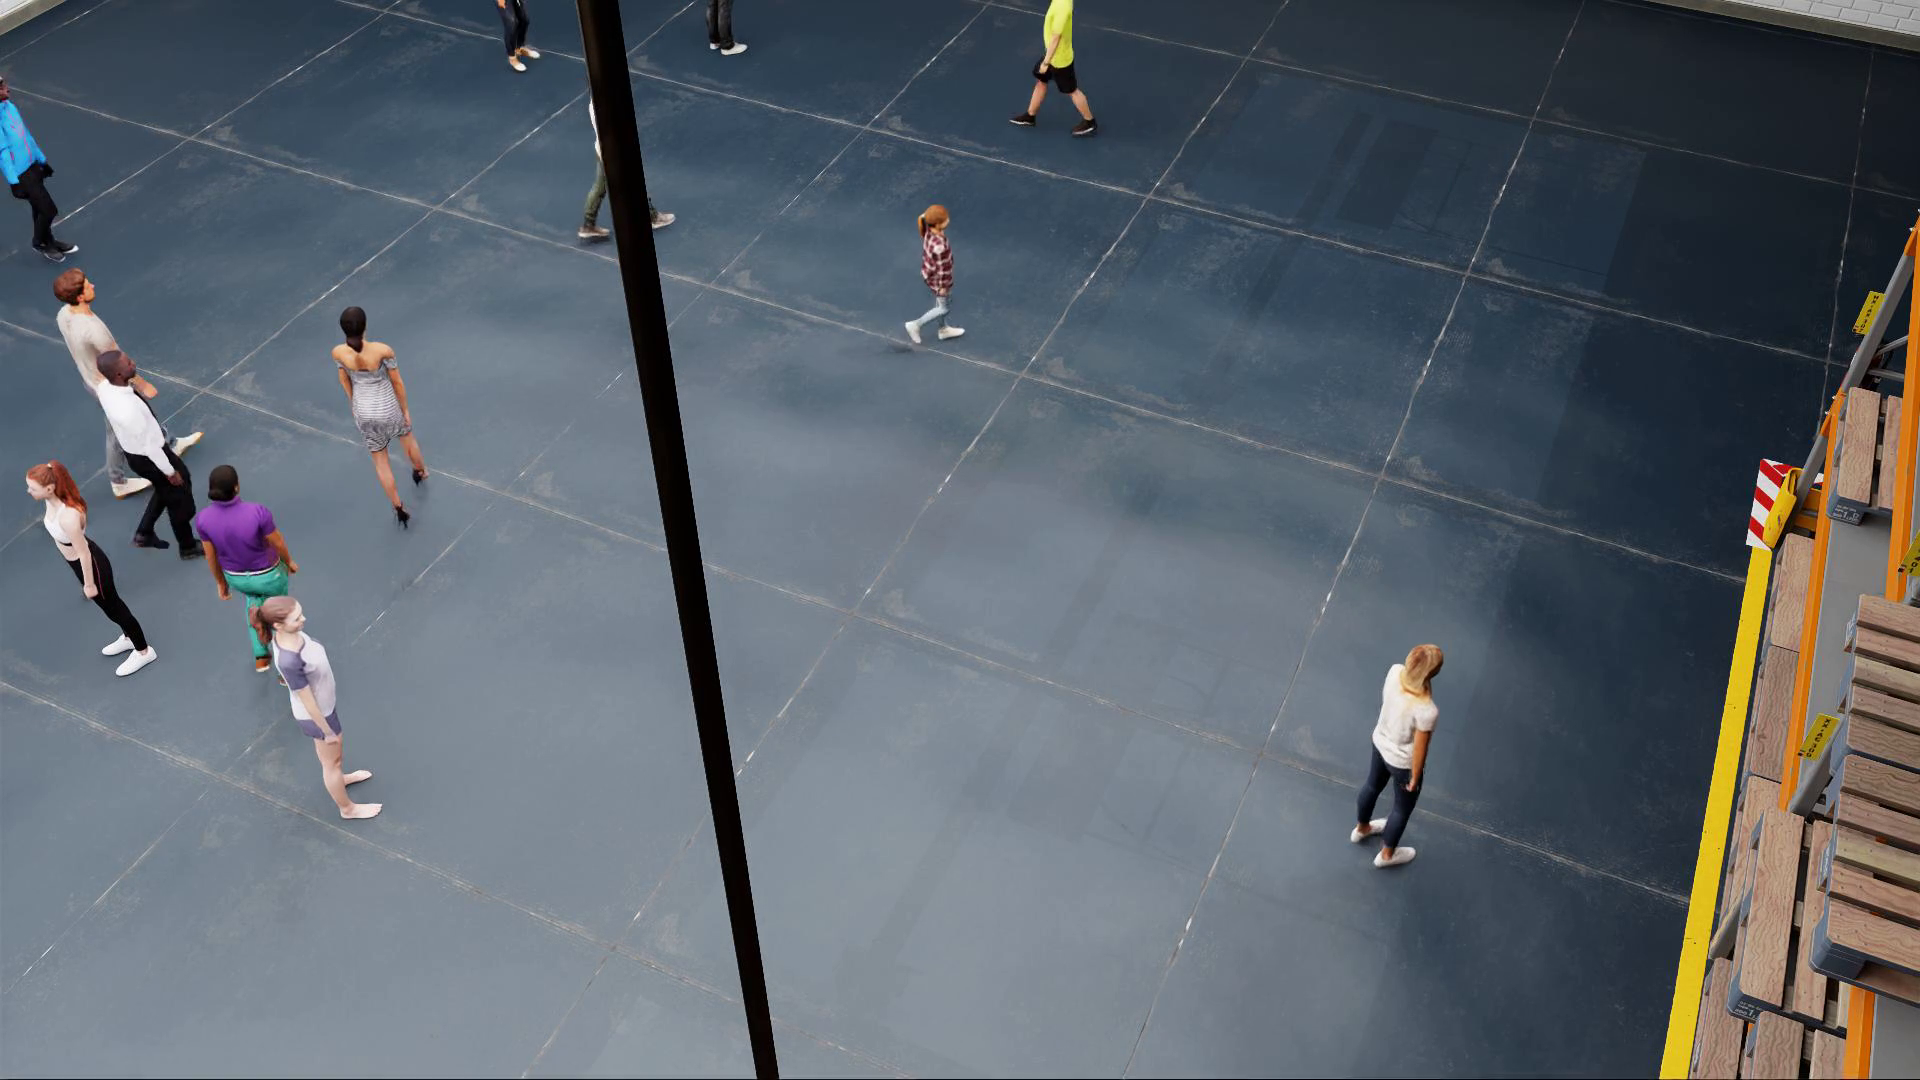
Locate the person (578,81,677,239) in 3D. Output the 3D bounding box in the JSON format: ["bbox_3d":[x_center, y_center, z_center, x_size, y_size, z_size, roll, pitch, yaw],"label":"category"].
[{"bbox_3d":[-3.134,-3.348,14.599,1.164,1.612,1.057,-16,46,-16],"label":"person"}]

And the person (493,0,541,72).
[{"bbox_3d":[-4.618,-5.592,16.857,0.745,1.747,0.575,11,45,12],"label":"person"}]

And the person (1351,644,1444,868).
[{"bbox_3d":[2.493,1.237,9.647,0.755,1.805,0.703,-16,46,-16],"label":"person"}]

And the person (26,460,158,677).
[{"bbox_3d":[-5.658,0.167,10.817,0.667,1.741,0.666,-29,51,-27],"label":"person"}]

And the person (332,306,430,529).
[{"bbox_3d":[-4.135,-0.824,11.813,0.875,1.802,0.988,-6,44,-7],"label":"person"}]

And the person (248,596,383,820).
[{"bbox_3d":[-3.856,0.987,9.939,0.723,1.765,0.674,-17,46,-17],"label":"person"}]

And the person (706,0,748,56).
[{"bbox_3d":[-2.509,-5.913,17.148,0.703,1.810,0.728,-30,51,-28],"label":"person"}]

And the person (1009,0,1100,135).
[{"bbox_3d":[1.031,-4.647,15.924,1.031,1.666,1.139,-2,44,-2],"label":"person"}]

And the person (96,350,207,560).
[{"bbox_3d":[-5.664,-0.511,11.470,0.919,1.821,0.832,-29,51,-27],"label":"person"}]

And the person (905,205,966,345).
[{"bbox_3d":[-0.231,-2.147,13.567,0.824,1.297,0.784,-10,45,-10],"label":"person"}]

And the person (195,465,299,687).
[{"bbox_3d":[-4.527,0.297,10.676,0.763,1.747,0.803,-5,44,-5],"label":"person"}]

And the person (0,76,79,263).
[{"bbox_3d":[-8.147,-3.172,14.292,0.800,1.781,0.701,-3,44,-4],"label":"person"}]

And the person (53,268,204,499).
[{"bbox_3d":[-6.246,-1.077,12.034,1.120,1.863,0.900,-32,52,-29],"label":"person"}]
